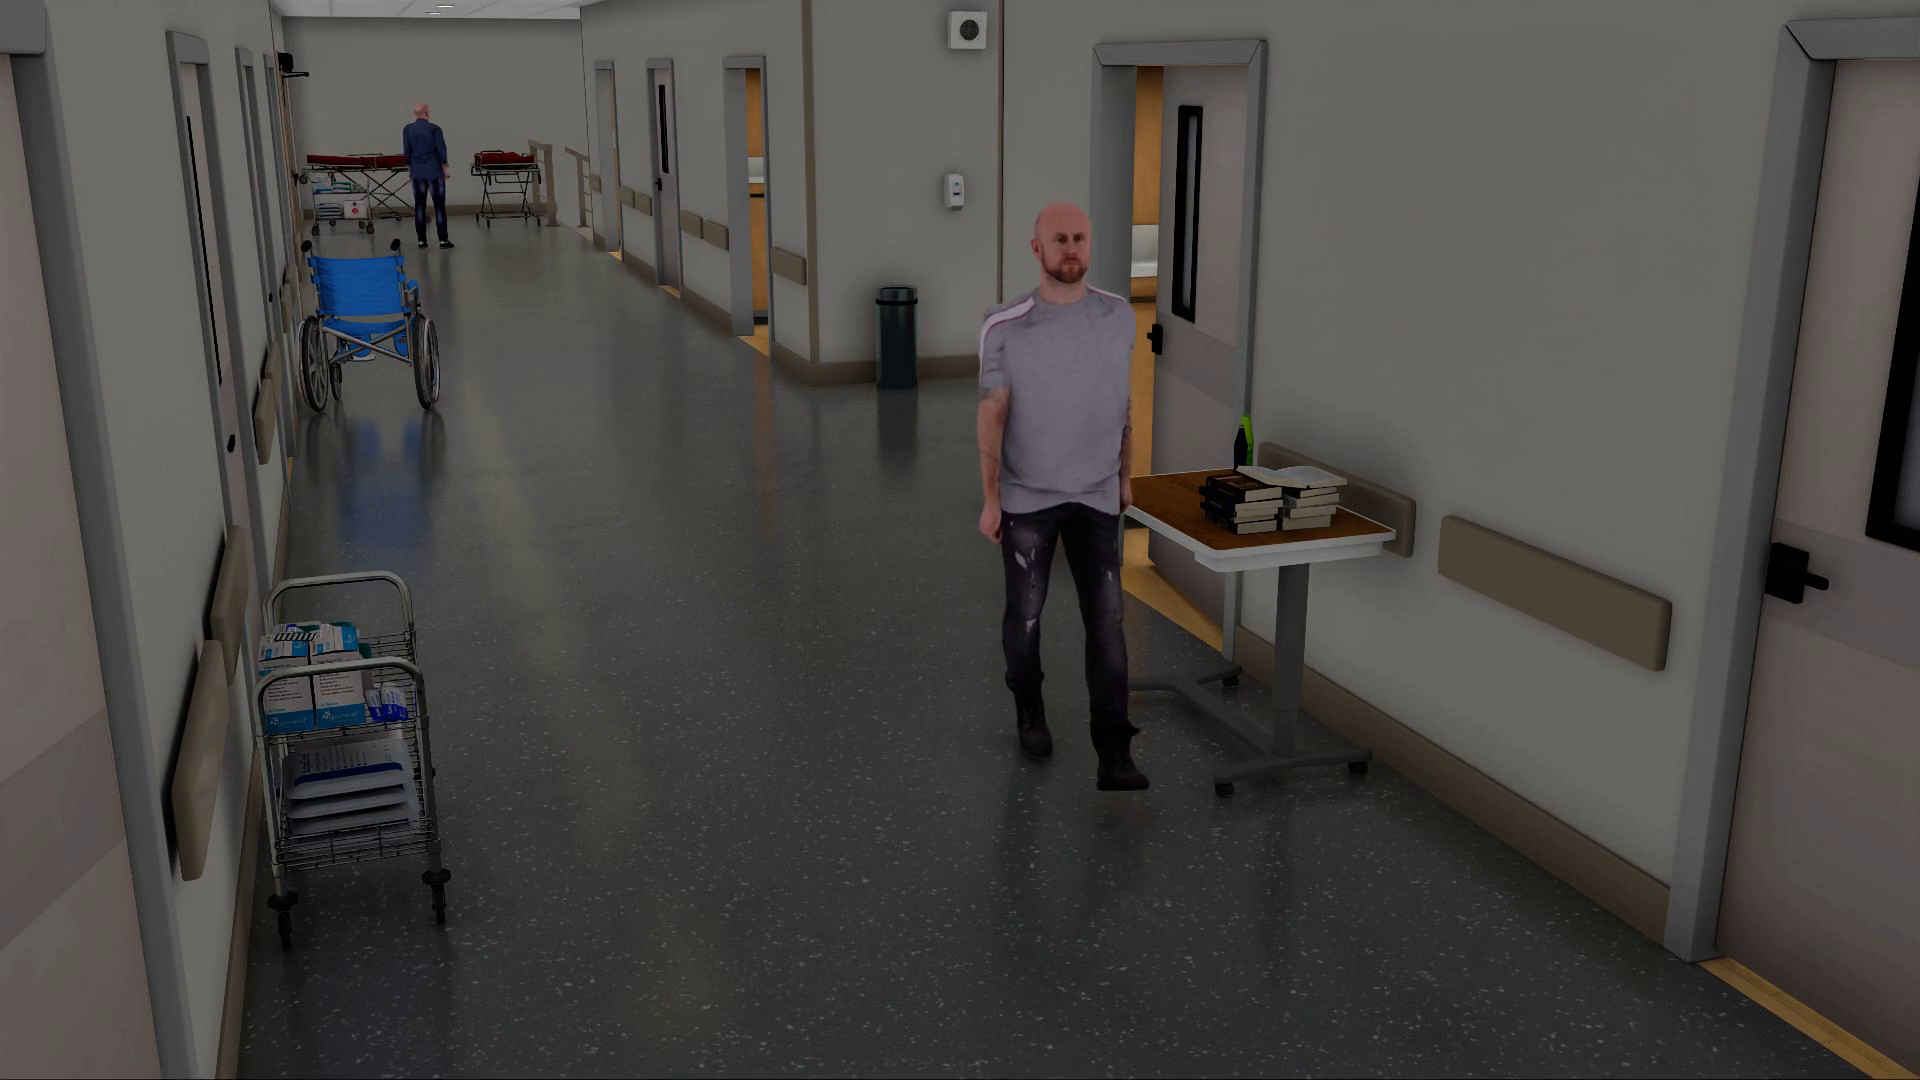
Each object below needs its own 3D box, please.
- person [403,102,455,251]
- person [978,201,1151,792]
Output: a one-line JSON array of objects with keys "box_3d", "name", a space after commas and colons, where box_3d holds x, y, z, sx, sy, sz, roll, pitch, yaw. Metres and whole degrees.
[{"box_3d": [-6.752, -4.617, 21.098, 0.791, 1.826, 0.730, 0, 16, 1], "name": "person"}, {"box_3d": [0.293, -0.145, 5.295, 0.811, 1.796, 1.153, -3, 16, -11], "name": "person"}]
